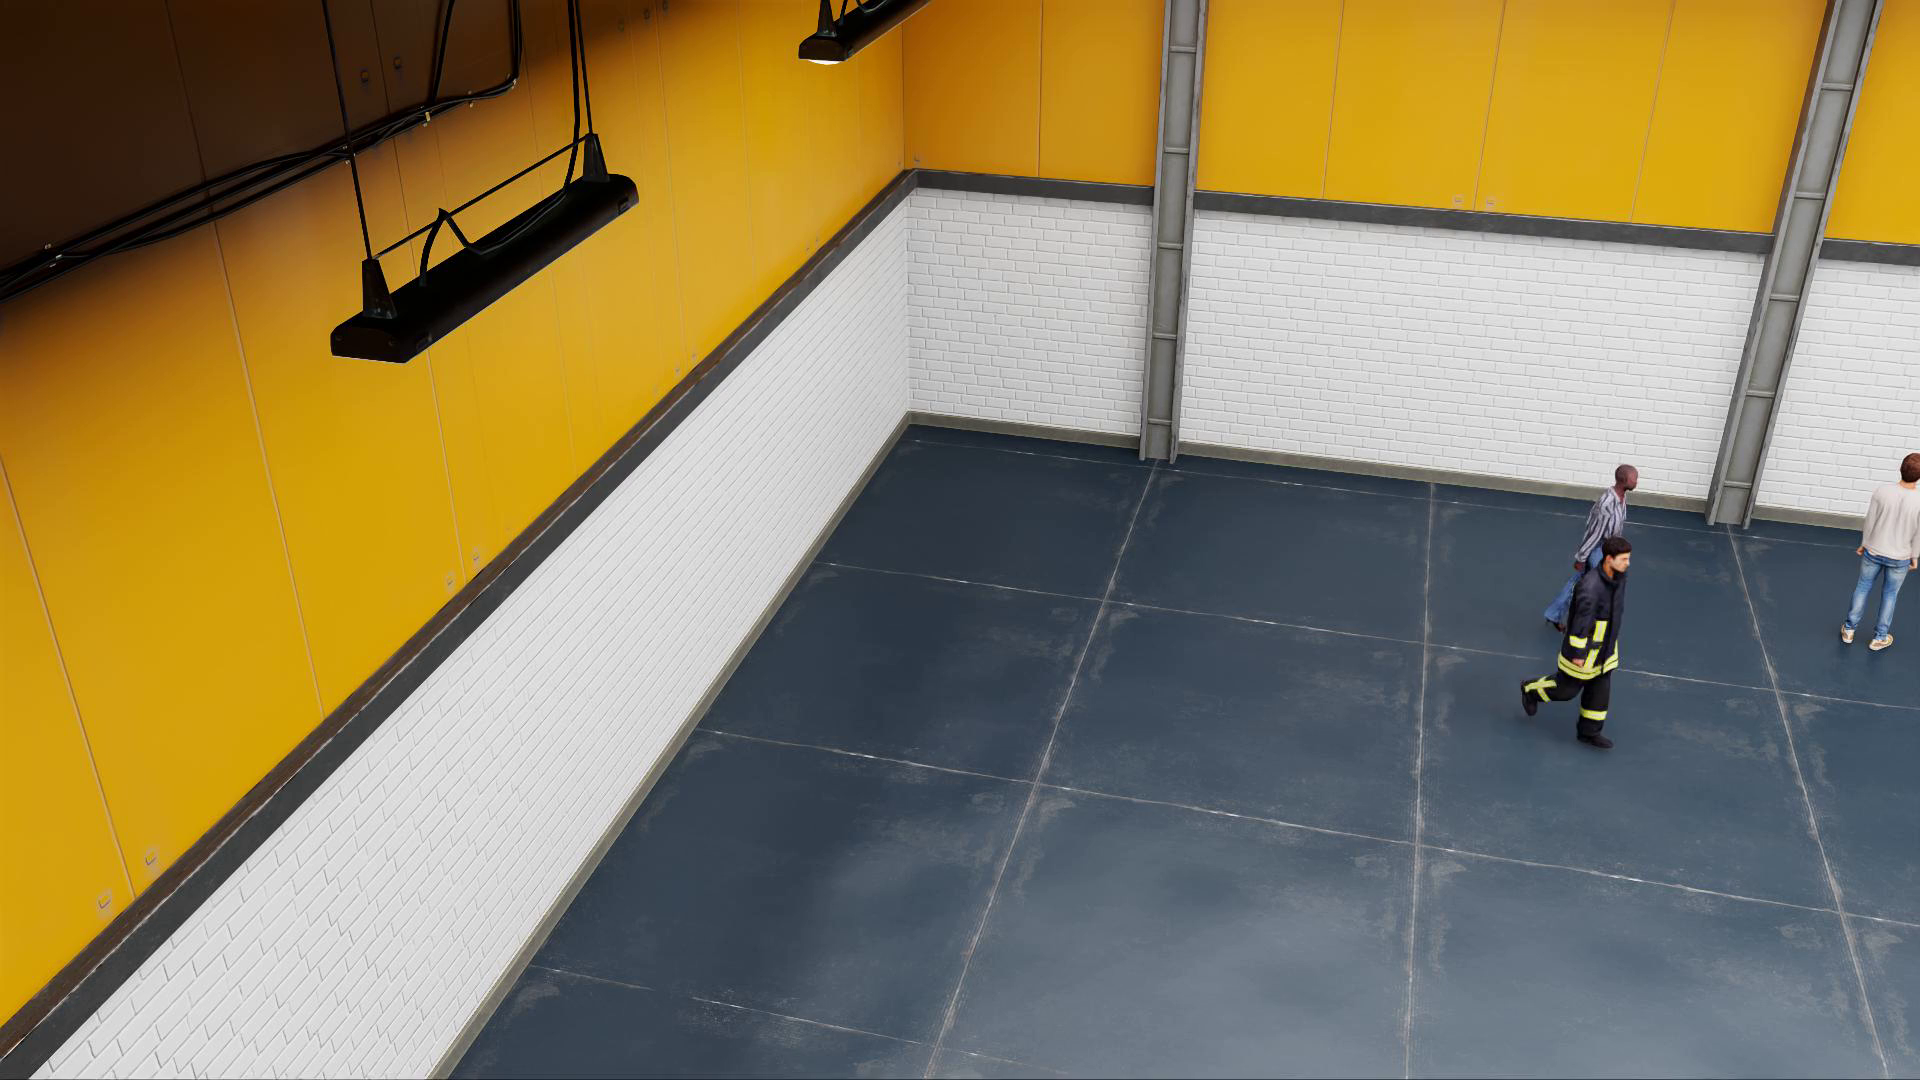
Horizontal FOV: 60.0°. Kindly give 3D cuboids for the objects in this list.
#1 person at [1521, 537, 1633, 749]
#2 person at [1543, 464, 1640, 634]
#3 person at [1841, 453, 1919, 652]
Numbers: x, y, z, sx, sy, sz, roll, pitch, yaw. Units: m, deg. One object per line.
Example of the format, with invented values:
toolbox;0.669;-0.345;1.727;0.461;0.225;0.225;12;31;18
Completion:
person;5.079;0.797;13.617;1.163;1.902;1.246;-19;34;-30
person;5.656;0.113;15.028;0.987;1.751;0.788;18;33;29
person;8.314;0.103;14.887;0.663;1.905;0.799;21;35;33
